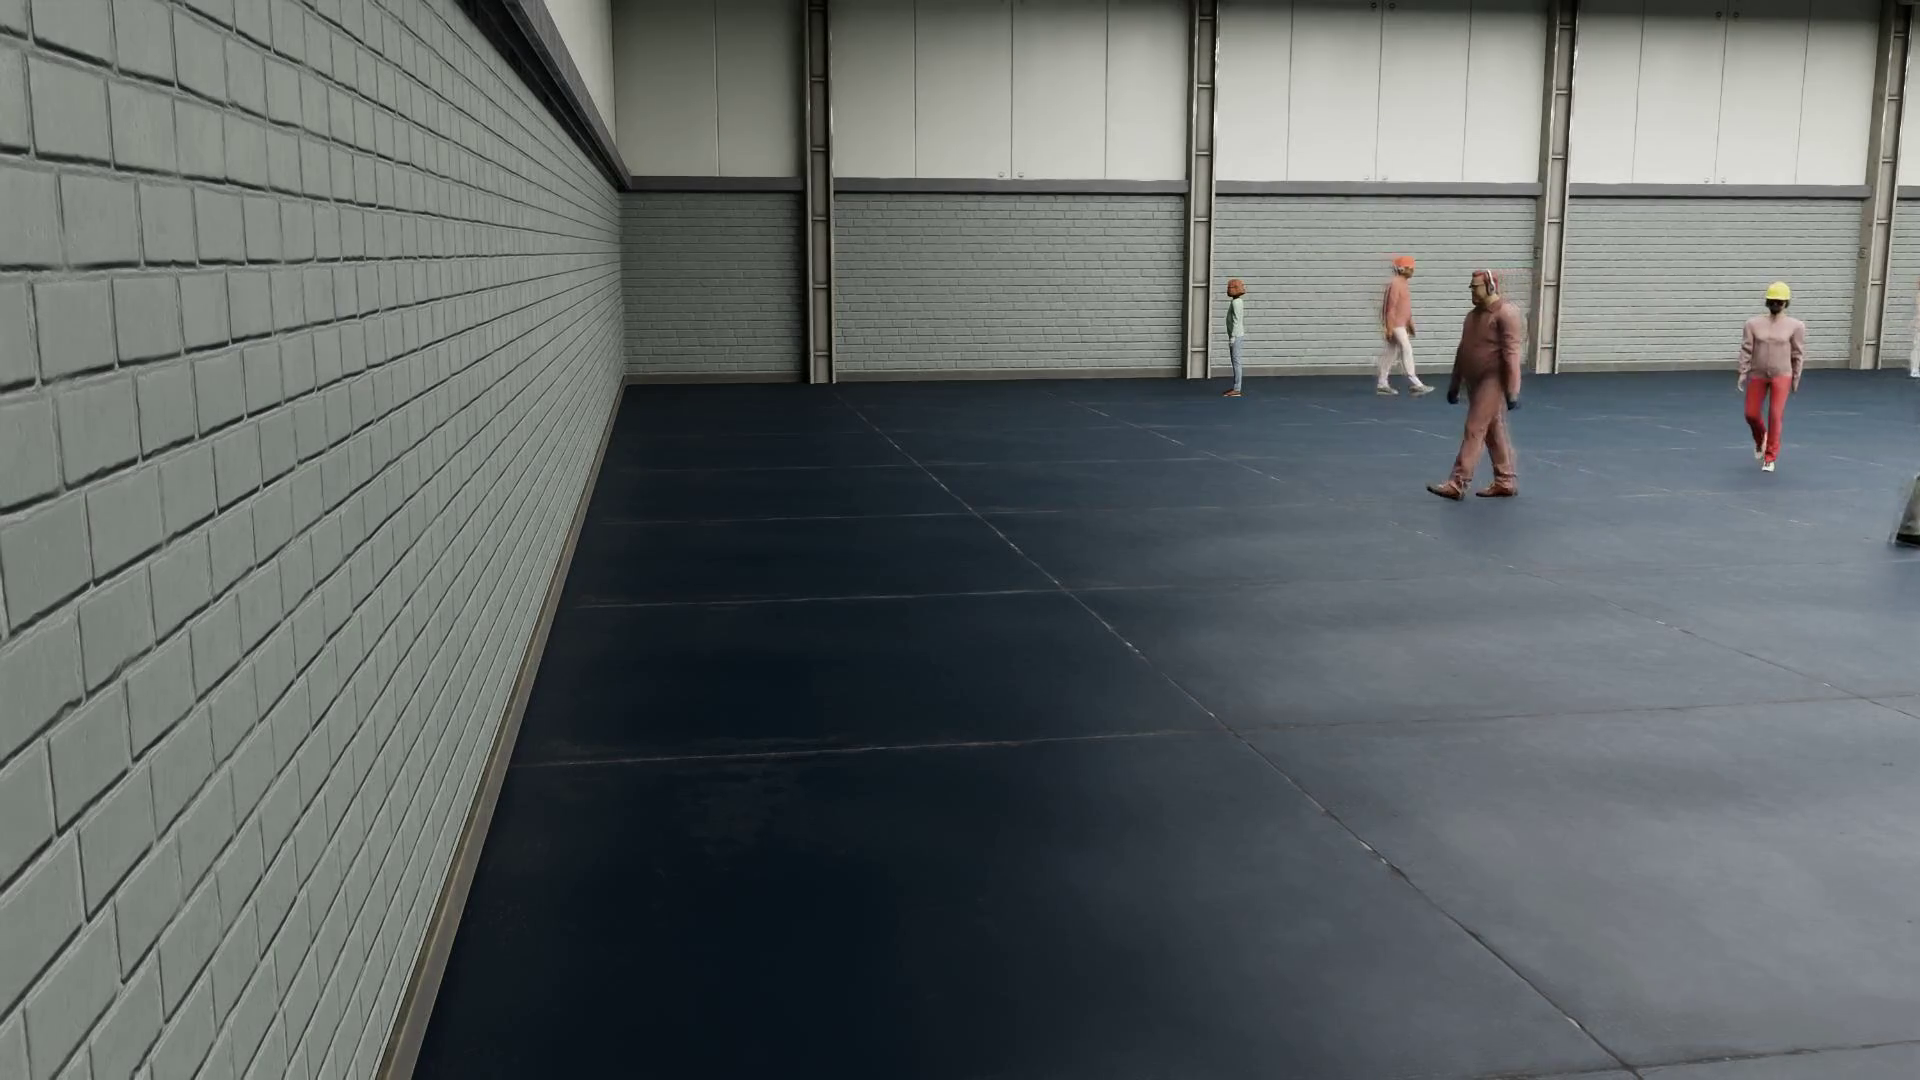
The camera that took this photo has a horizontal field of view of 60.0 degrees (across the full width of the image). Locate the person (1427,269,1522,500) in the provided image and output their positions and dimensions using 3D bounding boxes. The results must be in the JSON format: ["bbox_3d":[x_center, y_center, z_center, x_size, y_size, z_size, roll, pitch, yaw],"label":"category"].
[{"bbox_3d":[4.166,-1.257,13.551,0.925,1.863,0.678,-2,10,-11],"label":"person"}]

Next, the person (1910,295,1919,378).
[{"bbox_3d":[15.464,-3.367,26.421,0.627,1.615,0.545,-1,10,-6],"label":"person"}]

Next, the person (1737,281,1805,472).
[{"bbox_3d":[7.529,-1.523,15.442,0.535,1.749,0.529,7,12,34],"label":"person"}]

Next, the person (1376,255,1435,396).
[{"bbox_3d":[6.282,-2.986,23.258,0.931,1.955,0.653,5,11,25],"label":"person"}]

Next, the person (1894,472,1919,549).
[{"bbox_3d":[6.803,-0.791,11.110,0.910,1.784,0.626,6,12,31],"label":"person"}]

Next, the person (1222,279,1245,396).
[{"bbox_3d":[3.842,-2.833,23.328,0.281,1.633,0.500,2,10,11],"label":"person"}]
